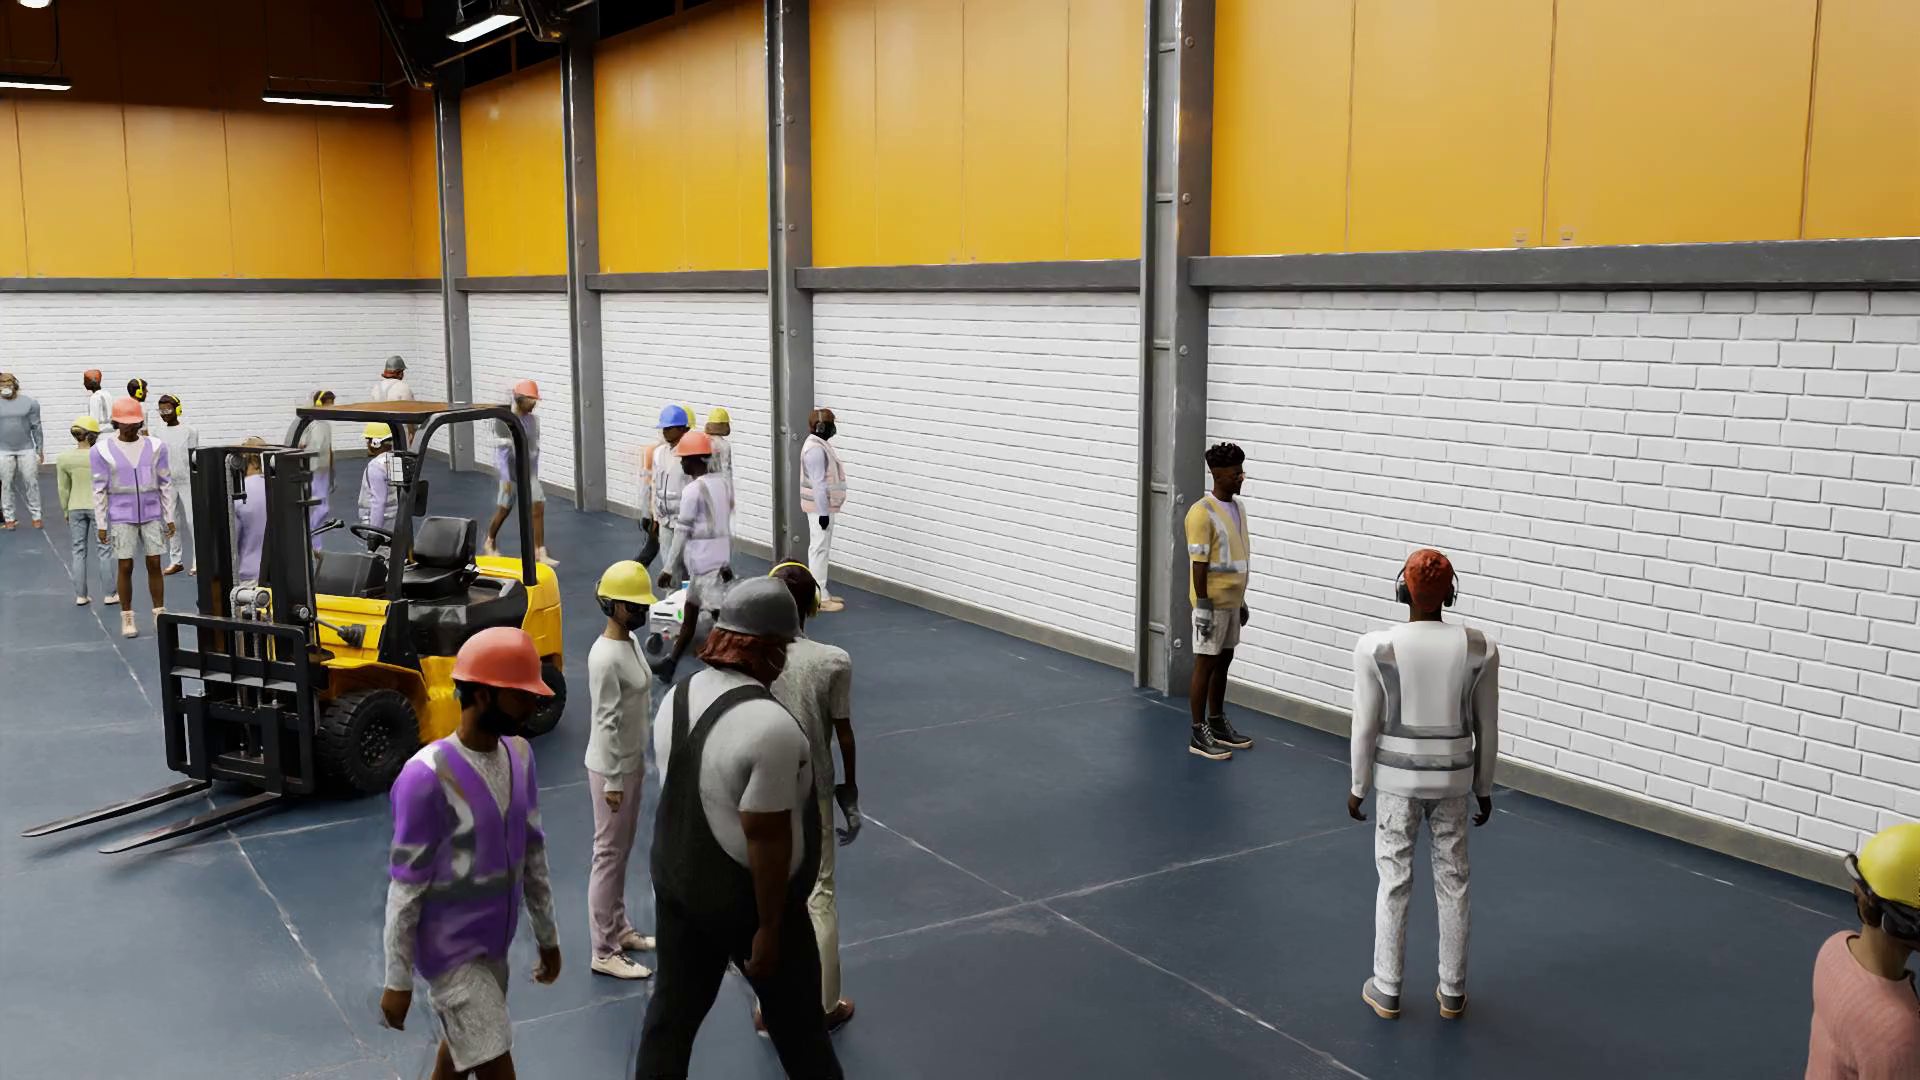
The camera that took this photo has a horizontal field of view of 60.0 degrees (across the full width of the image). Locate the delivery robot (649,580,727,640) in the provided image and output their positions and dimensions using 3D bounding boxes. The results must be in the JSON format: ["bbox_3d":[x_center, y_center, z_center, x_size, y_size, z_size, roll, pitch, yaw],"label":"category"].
[{"bbox_3d":[-2.189,0.571,13.426,0.477,0.478,0.707,4,9,26],"label":"delivery robot"}]

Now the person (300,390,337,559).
[{"bbox_3d":[-6.892,-0.685,17.902,0.411,1.842,0.564,2,9,12],"label":"person"}]

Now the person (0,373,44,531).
[{"bbox_3d":[-11.504,-1.072,20.232,0.635,1.927,0.372,-5,10,-28],"label":"person"}]

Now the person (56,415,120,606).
[{"bbox_3d":[-8.021,-0.267,15.356,0.524,1.759,0.328,0,8,-3],"label":"person"}]

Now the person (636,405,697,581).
[{"bbox_3d":[-2.725,-0.310,15.261,0.628,1.881,0.847,-8,12,-43],"label":"person"}]

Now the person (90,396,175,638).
[{"bbox_3d":[-6.904,-0.191,13.934,0.613,2.033,0.412,-7,11,-39],"label":"person"}]

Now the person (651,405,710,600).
[{"bbox_3d":[-2.375,-0.170,14.060,0.608,1.946,0.406,6,10,33],"label":"person"}]

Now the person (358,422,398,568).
[{"bbox_3d":[-4.914,-0.132,14.194,0.404,1.833,0.590,0,8,1],"label":"person"}]

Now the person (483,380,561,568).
[{"bbox_3d":[-4.705,-0.711,17.601,1.065,1.987,0.638,6,10,35],"label":"person"}]

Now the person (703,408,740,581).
[{"bbox_3d":[-2.425,-0.462,16.761,0.320,1.737,0.490,-7,11,-38],"label":"person"}]

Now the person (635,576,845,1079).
[{"bbox_3d":[-0.662,1.071,5.386,1.000,2.000,0.707,-8,12,-44],"label":"person"}]

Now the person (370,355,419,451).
[{"bbox_3d":[-7.650,-1.498,22.697,0.675,2.000,0.537,5,10,30],"label":"person"}]

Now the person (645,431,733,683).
[{"bbox_3d":[-1.911,0.159,12.043,0.982,1.882,0.563,2,9,13],"label":"person"}]

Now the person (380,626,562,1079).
[{"bbox_3d":[-1.355,1.209,4.925,0.863,1.896,0.574,3,9,20],"label":"person"}]

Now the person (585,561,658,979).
[{"bbox_3d":[-1.420,0.959,7.073,0.322,1.764,0.533,0,8,0],"label":"person"}]

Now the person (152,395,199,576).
[{"bbox_3d":[-7.984,-0.558,16.982,0.510,1.861,0.324,1,8,4],"label":"person"}]

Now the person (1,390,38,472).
[{"bbox_3d":[-14.406,-1.656,25.266,0.742,1.598,0.489,0,8,-1],"label":"person"}]

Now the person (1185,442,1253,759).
[{"bbox_3d":[1.630,0.365,10.394,0.367,1.966,0.607,6,10,34],"label":"person"}]

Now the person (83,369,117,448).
[{"bbox_3d":[-11.435,-1.335,22.152,0.366,1.879,0.584,-1,9,-8],"label":"person"}]

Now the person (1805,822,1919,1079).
[{"bbox_3d":[2.016,1.467,3.683,0.342,1.756,0.534,2,9,14],"label":"person"}]

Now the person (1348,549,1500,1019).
[{"bbox_3d":[1.831,0.970,6.597,0.573,1.883,0.354,1,8,5],"label":"person"}]

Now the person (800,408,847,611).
[{"bbox_3d":[-1.242,-0.281,15.161,0.429,1.845,0.627,-1,8,-5],"label":"person"}]

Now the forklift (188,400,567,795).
[{"bbox_3d":[-3.529,0.258,10.348,1.214,2.155,2.313,4,9,25],"label":"forklift"}]

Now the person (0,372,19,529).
[{"bbox_3d":[-11.857,-1.123,20.423,0.363,1.963,0.612,-1,9,-8],"label":"person"}]

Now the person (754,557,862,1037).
[{"bbox_3d":[-0.643,0.997,6.450,0.532,1.873,0.321,0,8,3],"label":"person"}]
